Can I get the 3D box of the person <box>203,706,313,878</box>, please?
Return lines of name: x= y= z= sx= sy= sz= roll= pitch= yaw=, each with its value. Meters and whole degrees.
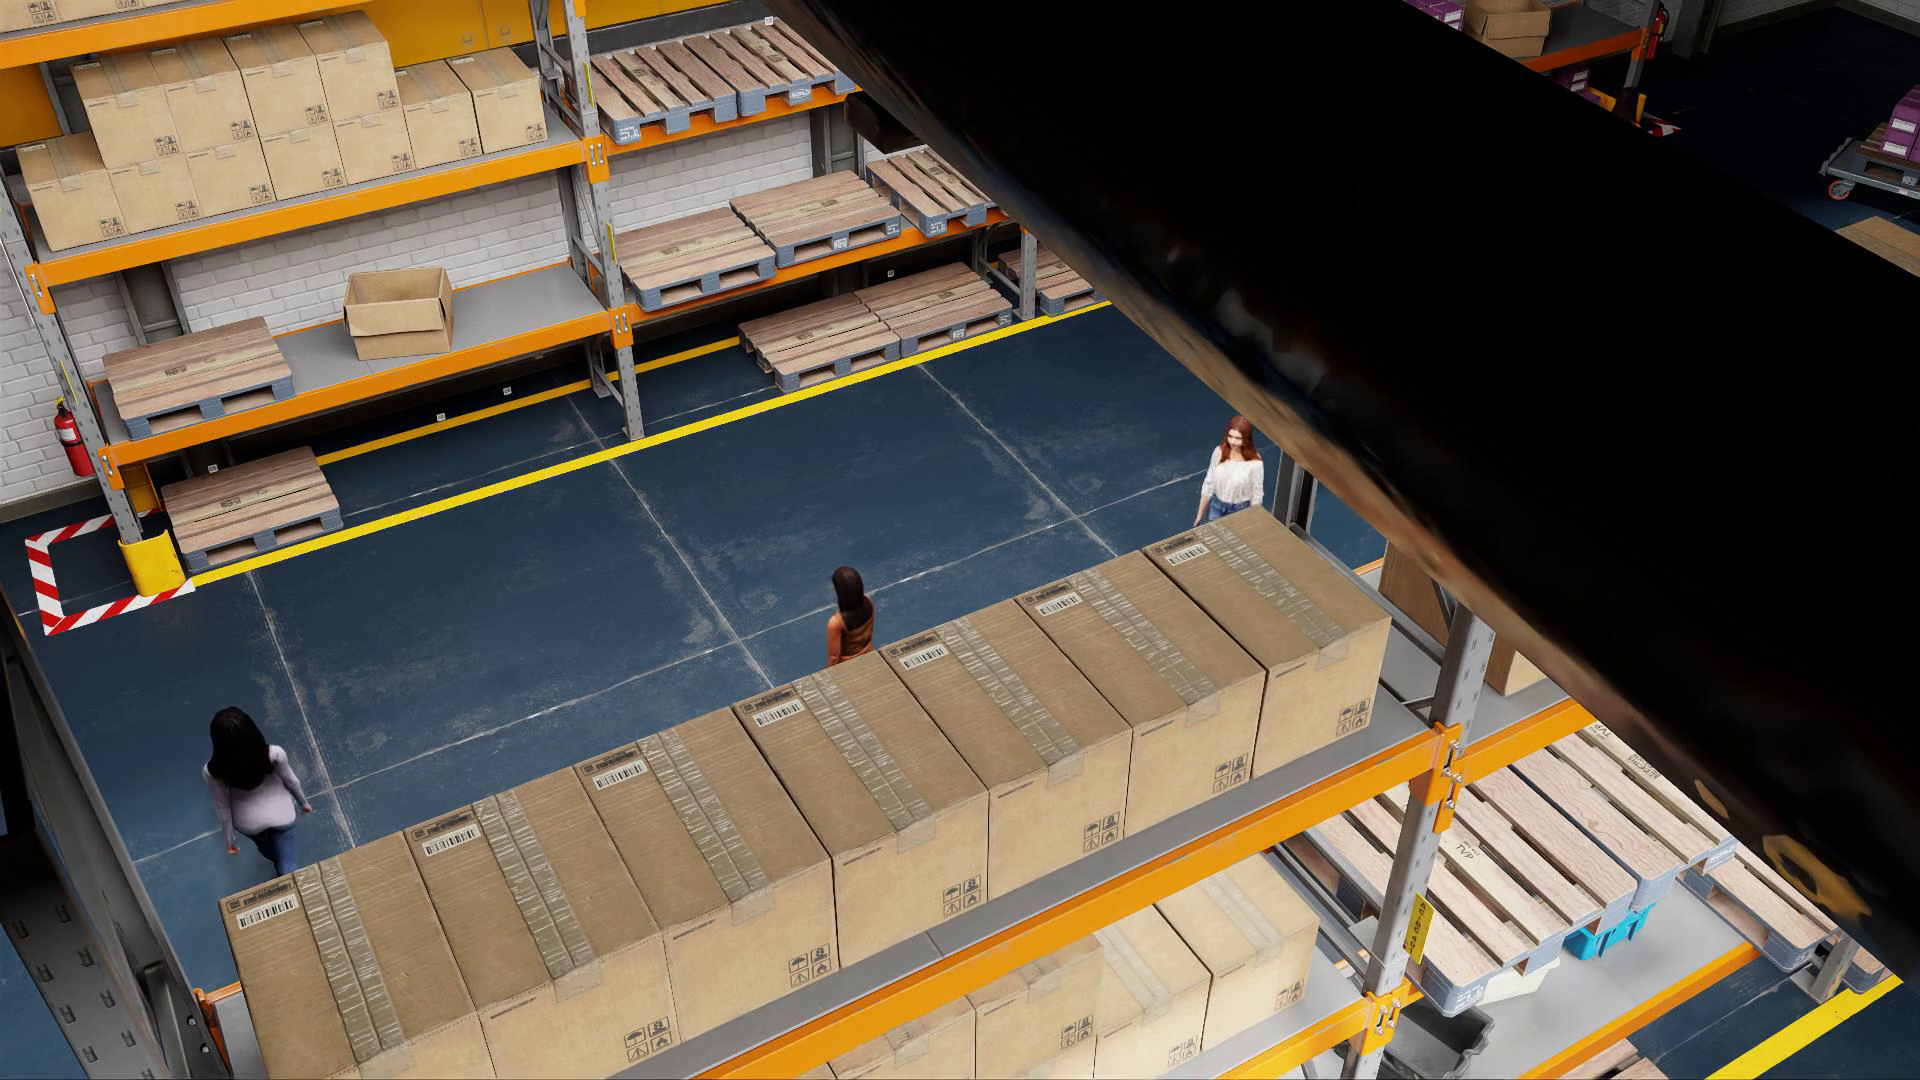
person: x=-4.090 y=1.734 z=9.816 sx=1.120 sy=1.692 sz=0.846 roll=-12 pitch=40 yaw=-15

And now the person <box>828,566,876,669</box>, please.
person: x=-0.695 y=0.865 z=10.909 sx=0.699 sy=1.684 sz=0.589 roll=22 pitch=44 yaw=25

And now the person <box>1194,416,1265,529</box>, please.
person: x=2.037 y=-0.245 z=12.272 sx=0.659 sy=1.718 sz=0.678 roll=27 pitch=46 yaw=30

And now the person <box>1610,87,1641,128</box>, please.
person: x=6.464 y=-3.690 z=16.587 sx=0.626 sy=1.716 sz=0.597 roll=30 pitch=48 yaw=32
